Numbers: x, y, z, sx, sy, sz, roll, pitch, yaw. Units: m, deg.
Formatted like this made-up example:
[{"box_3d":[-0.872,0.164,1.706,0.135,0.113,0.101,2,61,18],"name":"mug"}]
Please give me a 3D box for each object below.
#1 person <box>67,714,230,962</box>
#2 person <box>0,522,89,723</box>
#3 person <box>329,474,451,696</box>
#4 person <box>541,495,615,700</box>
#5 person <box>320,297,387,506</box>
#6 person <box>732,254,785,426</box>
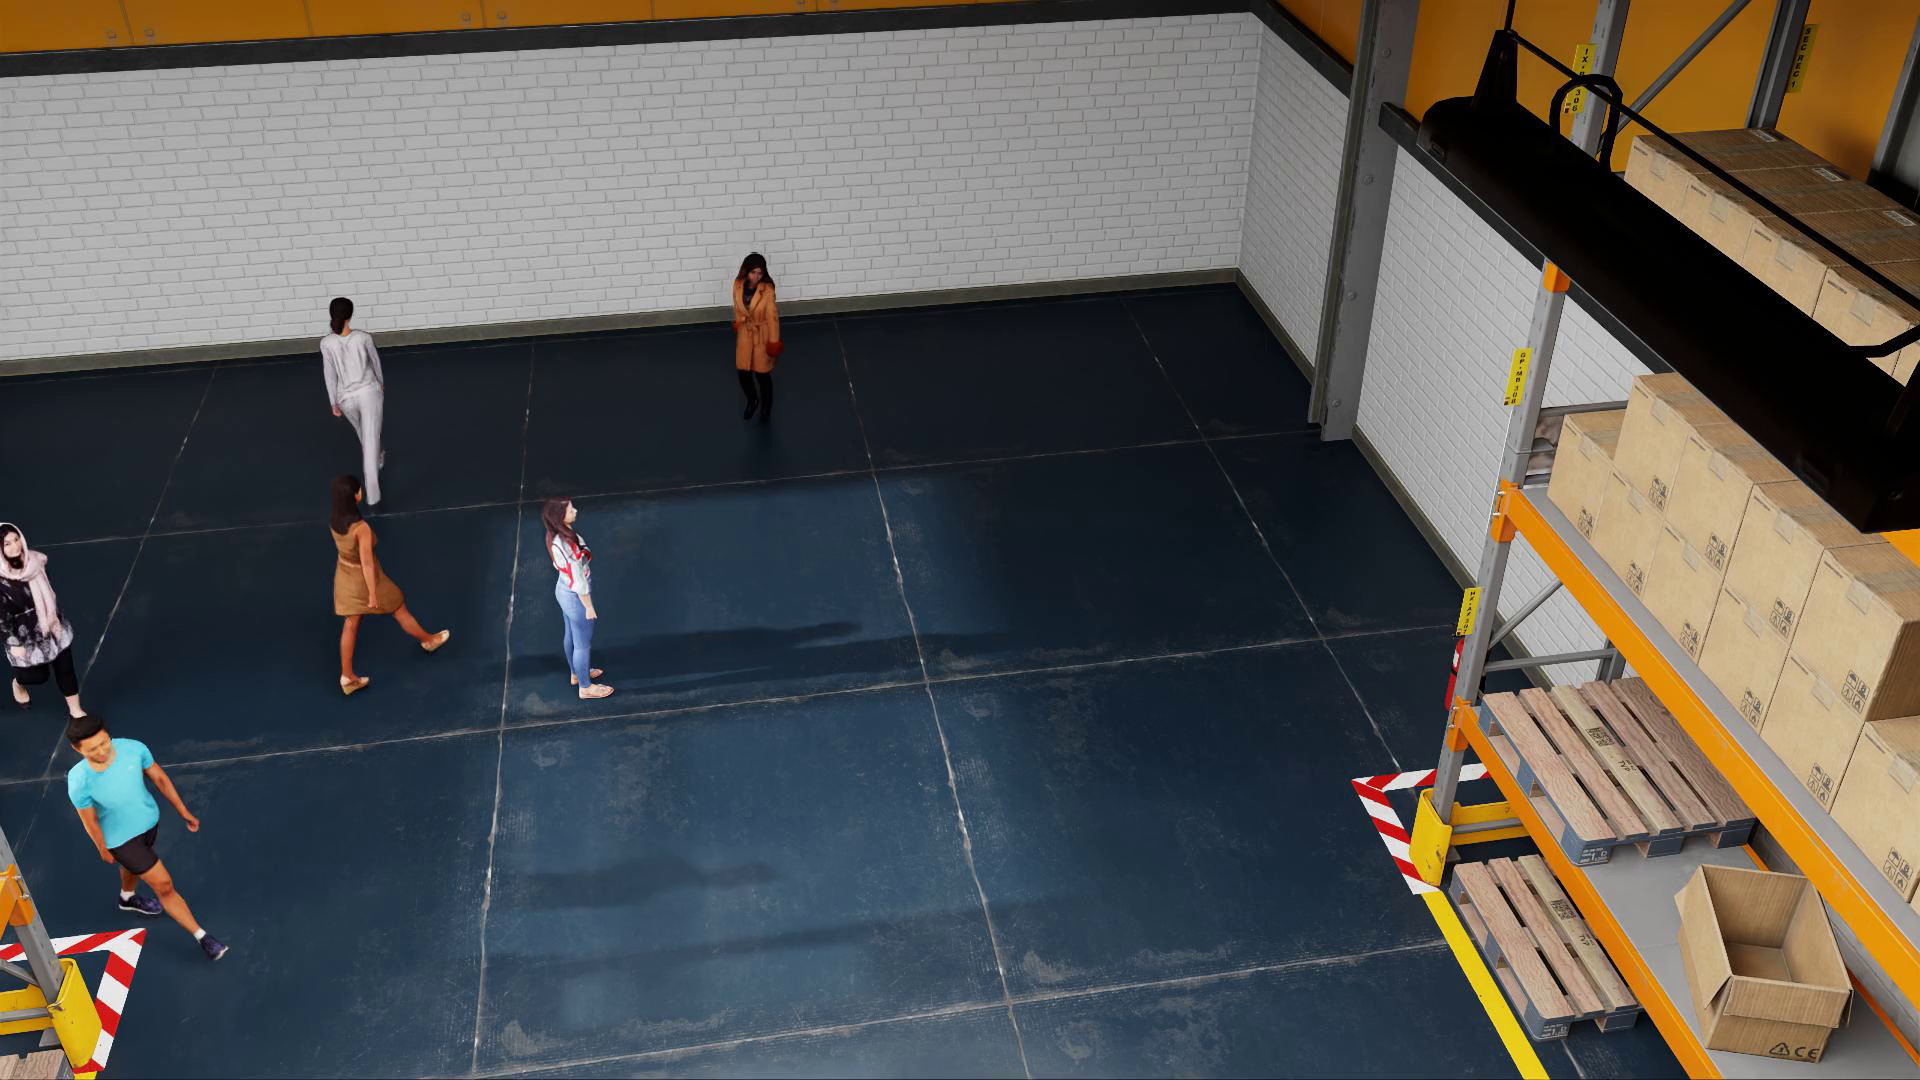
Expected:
[{"box_3d":[-4.811,1.642,9.538,1.147,1.711,1.203,13,36,19],"name":"person"},{"box_3d":[-6.308,0.579,11.216,0.954,1.625,0.950,13,36,19],"name":"person"},{"box_3d":[-4.214,0.360,11.534,1.052,1.637,1.095,23,40,31],"name":"person"},{"box_3d":[-2.676,0.380,11.524,0.705,1.614,0.549,-16,37,-23],"name":"person"},{"box_3d":[-4.923,-1.098,13.652,0.594,1.721,1.162,-6,34,-9],"name":"person"},{"box_3d":[-1.795,-1.765,14.681,0.834,1.694,0.838,19,38,27],"name":"person"}]
